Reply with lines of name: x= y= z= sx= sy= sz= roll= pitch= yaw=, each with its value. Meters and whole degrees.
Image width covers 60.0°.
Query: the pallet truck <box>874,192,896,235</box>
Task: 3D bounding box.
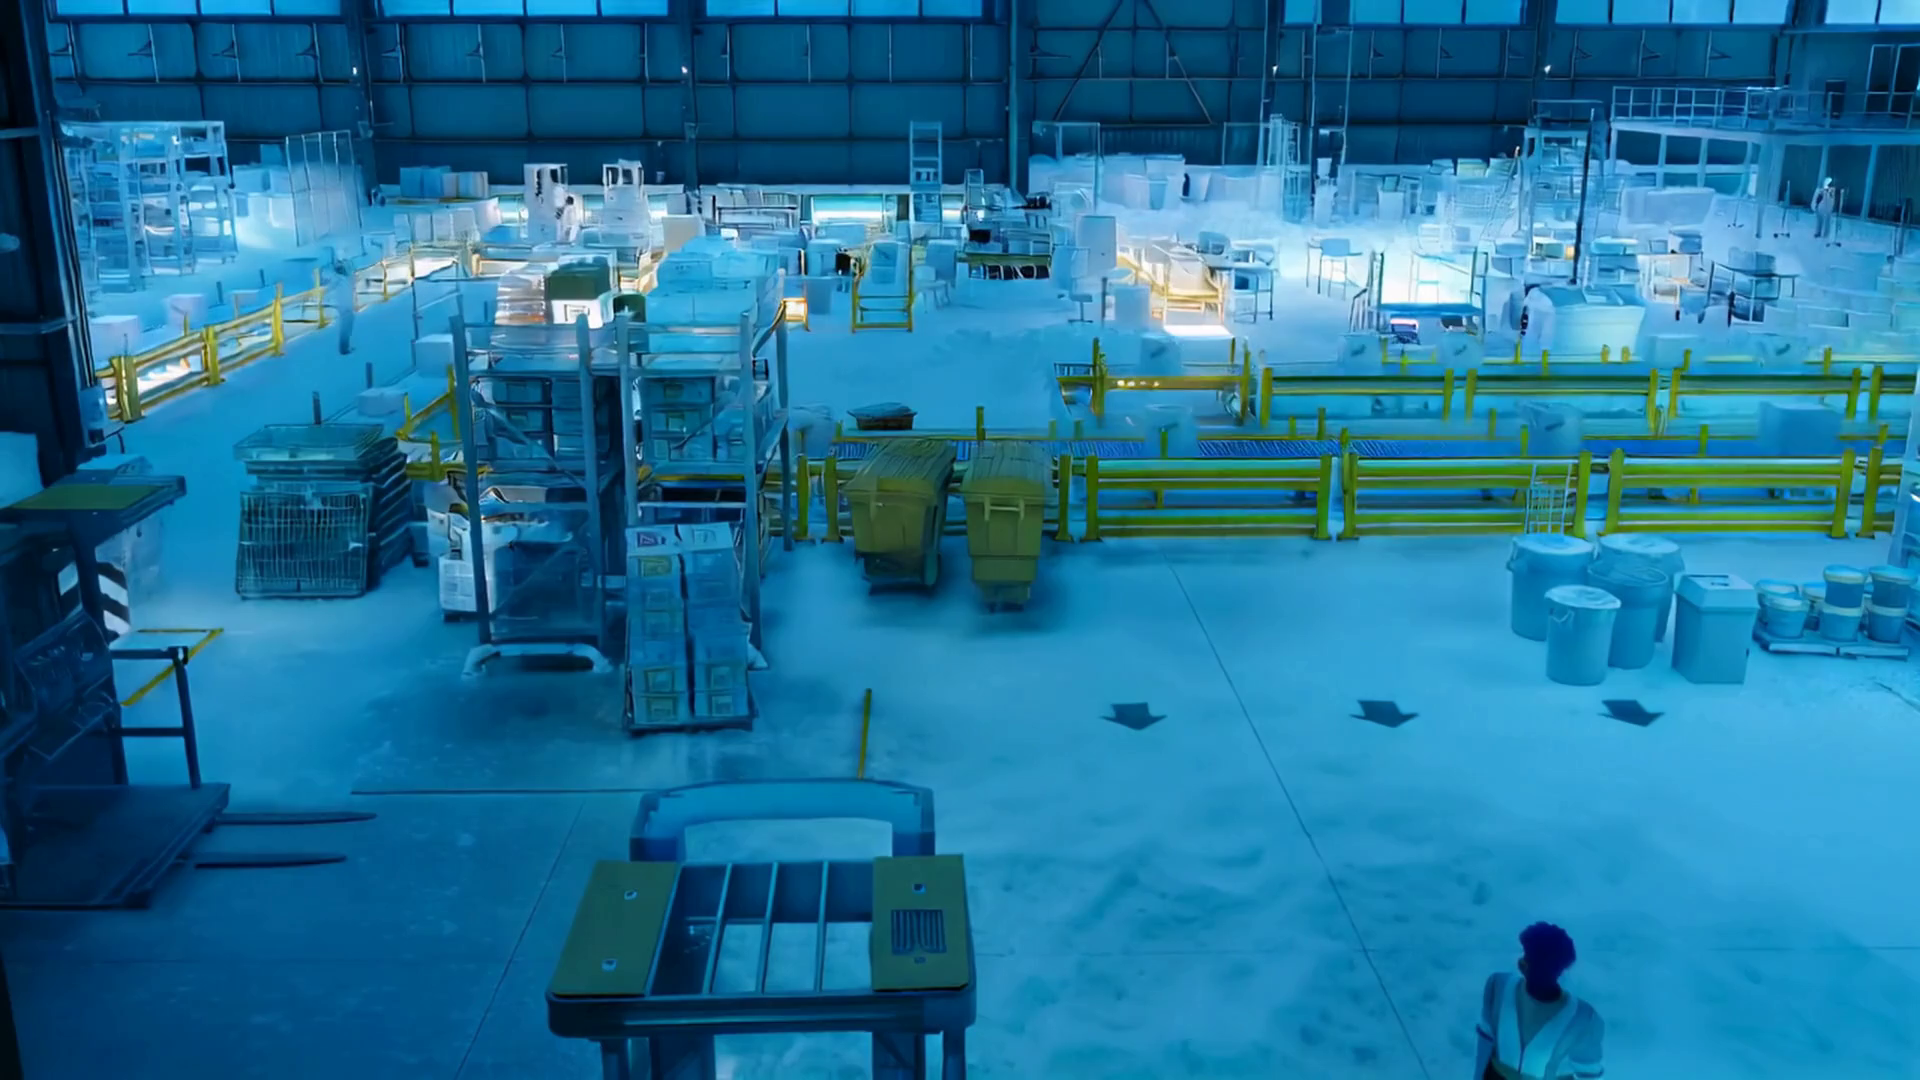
pallet truck: x=-2.277 y=-9.986 z=50.594 sx=0.653 sy=1.274 sz=1.630 roll=0 pitch=16 yaw=-1

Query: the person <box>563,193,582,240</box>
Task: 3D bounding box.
person: x=-9.731 y=-7.736 z=41.713 sx=0.406 sy=1.901 sz=0.639 roll=-13 pitch=20 yaw=-37

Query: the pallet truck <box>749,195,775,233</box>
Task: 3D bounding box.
pallet truck: x=-6.051 y=-9.967 z=50.660 sx=0.680 sy=1.201 sz=1.601 roll=0 pitch=16 yaw=-1

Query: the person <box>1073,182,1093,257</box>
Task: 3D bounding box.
person: x=3.263 y=-8.508 z=44.248 sx=1.051 sy=1.994 sz=0.632 roll=10 pitch=19 yaw=32

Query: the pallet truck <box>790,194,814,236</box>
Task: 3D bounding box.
pallet truck: x=-4.814 y=-9.883 z=50.259 sx=0.704 sy=1.261 sz=1.522 roll=-1 pitch=16 yaw=-3

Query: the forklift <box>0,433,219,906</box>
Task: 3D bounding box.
forklift: x=-5.952 y=0.780 z=10.366 sx=1.873 sy=2.768 sz=1.129 roll=0 pitch=16 yaw=-1

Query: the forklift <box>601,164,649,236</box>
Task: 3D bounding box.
forklift: x=-9.948 y=-10.127 z=49.296 sx=1.157 sy=1.987 sz=2.680 roll=-1 pitch=16 yaw=-3

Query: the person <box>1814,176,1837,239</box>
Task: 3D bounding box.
person: x=25.472 y=-9.786 z=48.949 sx=0.504 sy=1.839 sz=0.344 roll=3 pitch=16 yaw=9

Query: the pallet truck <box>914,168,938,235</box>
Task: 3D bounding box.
pallet truck: x=-0.989 y=-10.316 z=50.507 sx=0.823 sy=1.965 sz=1.885 roll=1 pitch=16 yaw=3

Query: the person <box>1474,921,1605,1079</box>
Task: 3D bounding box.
person: x=2.381 y=2.366 z=6.957 sx=0.530 sy=1.697 sz=0.322 roll=14 pitch=21 yaw=41

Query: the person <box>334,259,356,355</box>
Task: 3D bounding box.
person: x=-10.921 y=-4.167 z=29.640 sx=0.316 sy=1.714 sz=0.743 roll=-1 pitch=16 yaw=-2

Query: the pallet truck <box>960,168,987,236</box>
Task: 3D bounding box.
pallet truck: x=0.383 y=-10.230 z=50.206 sx=0.823 sy=1.965 sz=1.885 roll=-1 pitch=16 yaw=-3

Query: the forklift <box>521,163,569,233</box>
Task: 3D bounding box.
forklift: x=-12.233 y=-10.122 z=49.298 sx=1.157 sy=1.987 sz=2.680 roll=0 pitch=16 yaw=-1

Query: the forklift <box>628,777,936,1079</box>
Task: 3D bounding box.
forklift: x=-0.542 y=2.165 z=5.552 sx=1.129 sy=2.768 sz=1.873 roll=-1 pitch=16 yaw=-2
